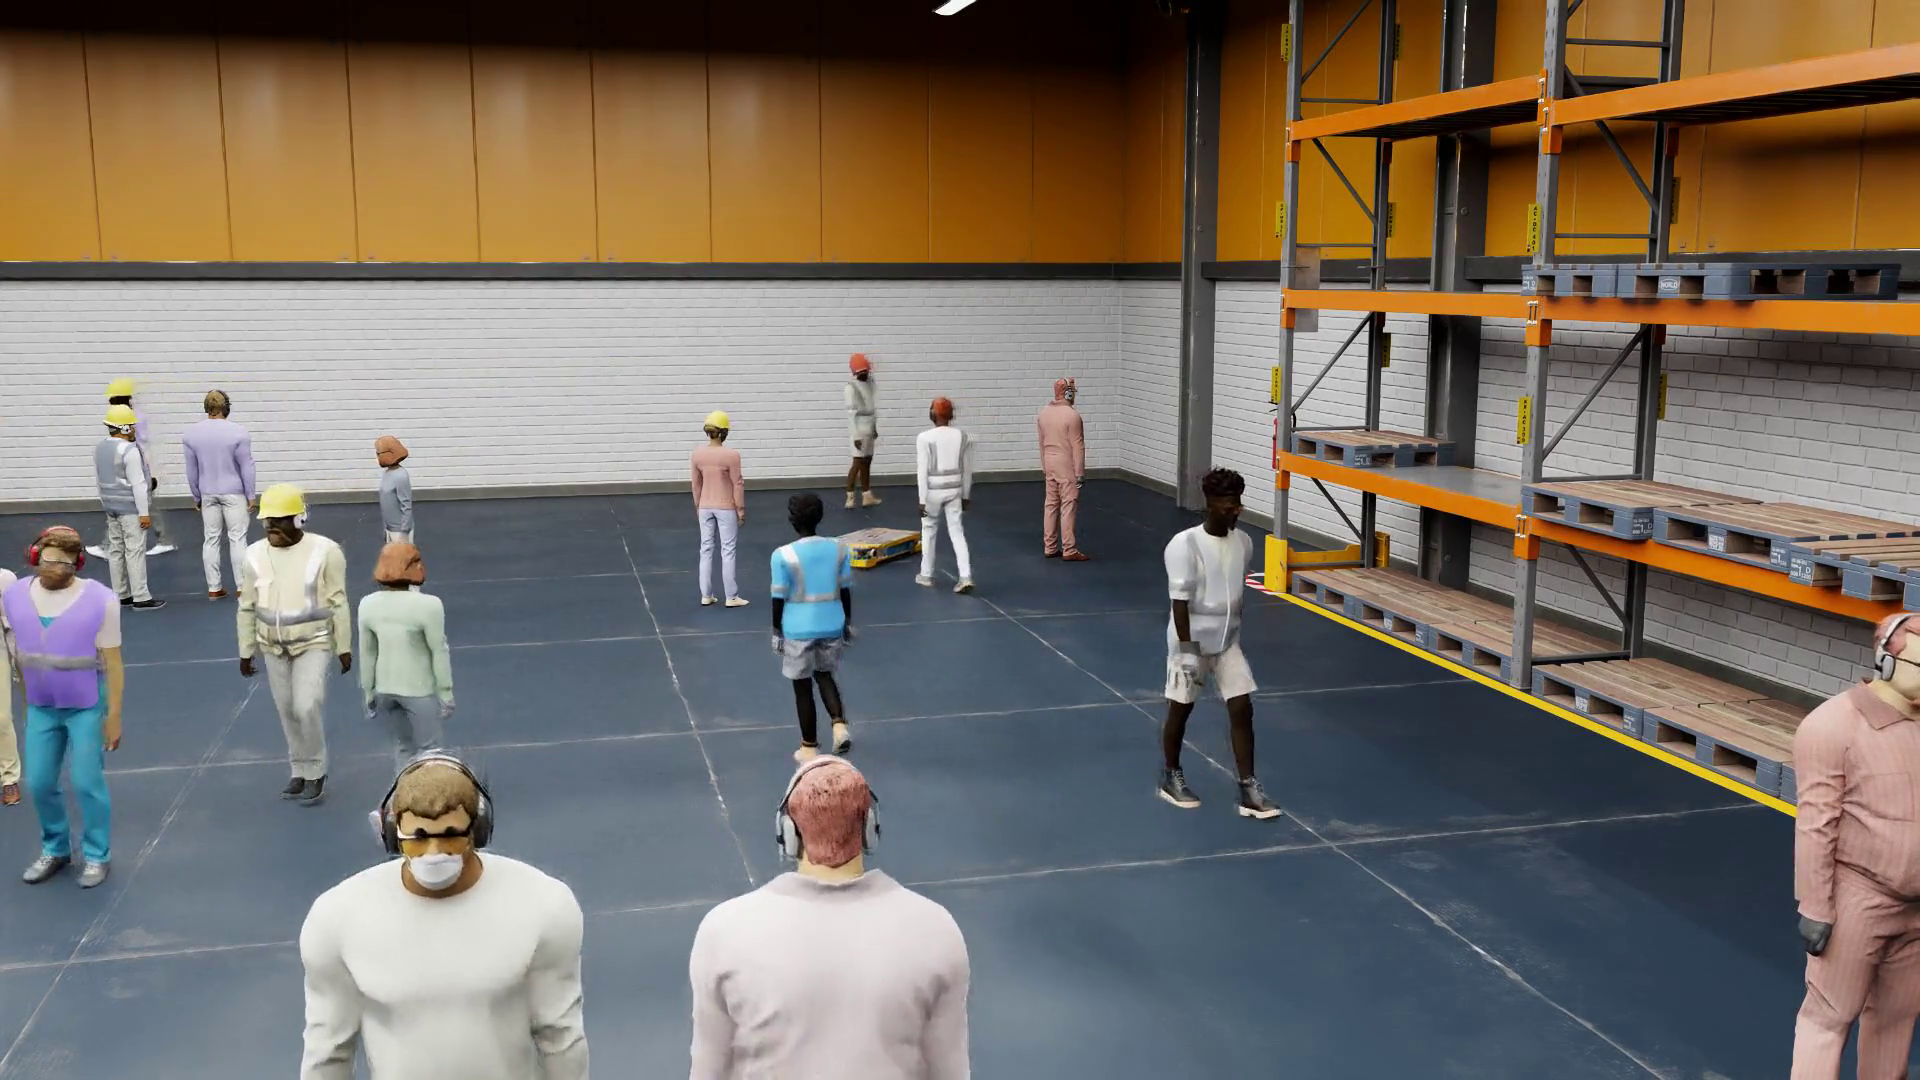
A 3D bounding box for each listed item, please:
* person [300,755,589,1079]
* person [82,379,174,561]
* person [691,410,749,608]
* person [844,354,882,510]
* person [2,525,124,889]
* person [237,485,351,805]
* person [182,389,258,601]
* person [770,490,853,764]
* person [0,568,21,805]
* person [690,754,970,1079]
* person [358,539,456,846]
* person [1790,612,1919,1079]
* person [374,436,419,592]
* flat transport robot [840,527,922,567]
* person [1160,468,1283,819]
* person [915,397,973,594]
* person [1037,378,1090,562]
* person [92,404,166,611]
[{"bbox_3d":[-1.215,1.401,3.990,0.643,1.919,0.693,-2,9,-13],"label":"person"},{"bbox_3d":[-8.732,-0.728,17.345,0.613,1.876,0.986,9,13,44],"label":"person"},{"bbox_3d":[-2.150,-0.272,14.872,0.525,1.770,0.306,4,10,23],"label":"person"},{"bbox_3d":[-1.201,-1.383,21.158,0.386,1.989,0.745,5,10,27],"label":"person"},{"bbox_3d":[-4.286,0.808,8.005,0.604,1.803,0.458,0,9,3],"label":"person"},{"bbox_3d":[-3.767,0.594,9.322,0.618,1.810,0.553,1,9,7],"label":"person"},{"bbox_3d":[-6.708,-0.402,15.149,0.631,1.940,0.372,0,9,2],"label":"person"},{"bbox_3d":[-0.901,0.541,10.016,0.544,1.684,0.369,-6,11,-33],"label":"person"},{"bbox_3d":[-5.492,0.698,9.272,0.507,1.628,0.278,-4,10,-25],"label":"person"},{"bbox_3d":[-0.283,1.438,3.809,0.655,1.882,0.615,-2,9,-13],"label":"person"},{"bbox_3d":[-2.895,0.801,8.619,0.509,1.617,0.607,3,10,19],"label":"person"},{"bbox_3d":[3.020,1.173,5.422,0.643,1.908,0.411,-3,9,-15],"label":"person"},{"bbox_3d":[-4.746,-0.066,14.000,0.289,1.633,0.500,-6,11,-35],"label":"person"},{"bbox_3d":[-0.933,0.063,17.433,0.652,0.197,1.431,4,10,25],"label":"flat transport robot"},{"bbox_3d":[1.423,0.577,9.063,0.612,1.927,0.911,-5,10,-29],"label":"person"},{"bbox_3d":[-0.130,-0.426,15.615,0.591,1.844,0.977,-4,10,-26],"label":"person"},{"bbox_3d":[1.092,-0.731,17.304,0.410,1.909,0.643,-7,11,-36],"label":"person"},{"bbox_3d":[-7.373,-0.284,14.738,0.586,1.833,0.403,5,10,29],"label":"person"}]
